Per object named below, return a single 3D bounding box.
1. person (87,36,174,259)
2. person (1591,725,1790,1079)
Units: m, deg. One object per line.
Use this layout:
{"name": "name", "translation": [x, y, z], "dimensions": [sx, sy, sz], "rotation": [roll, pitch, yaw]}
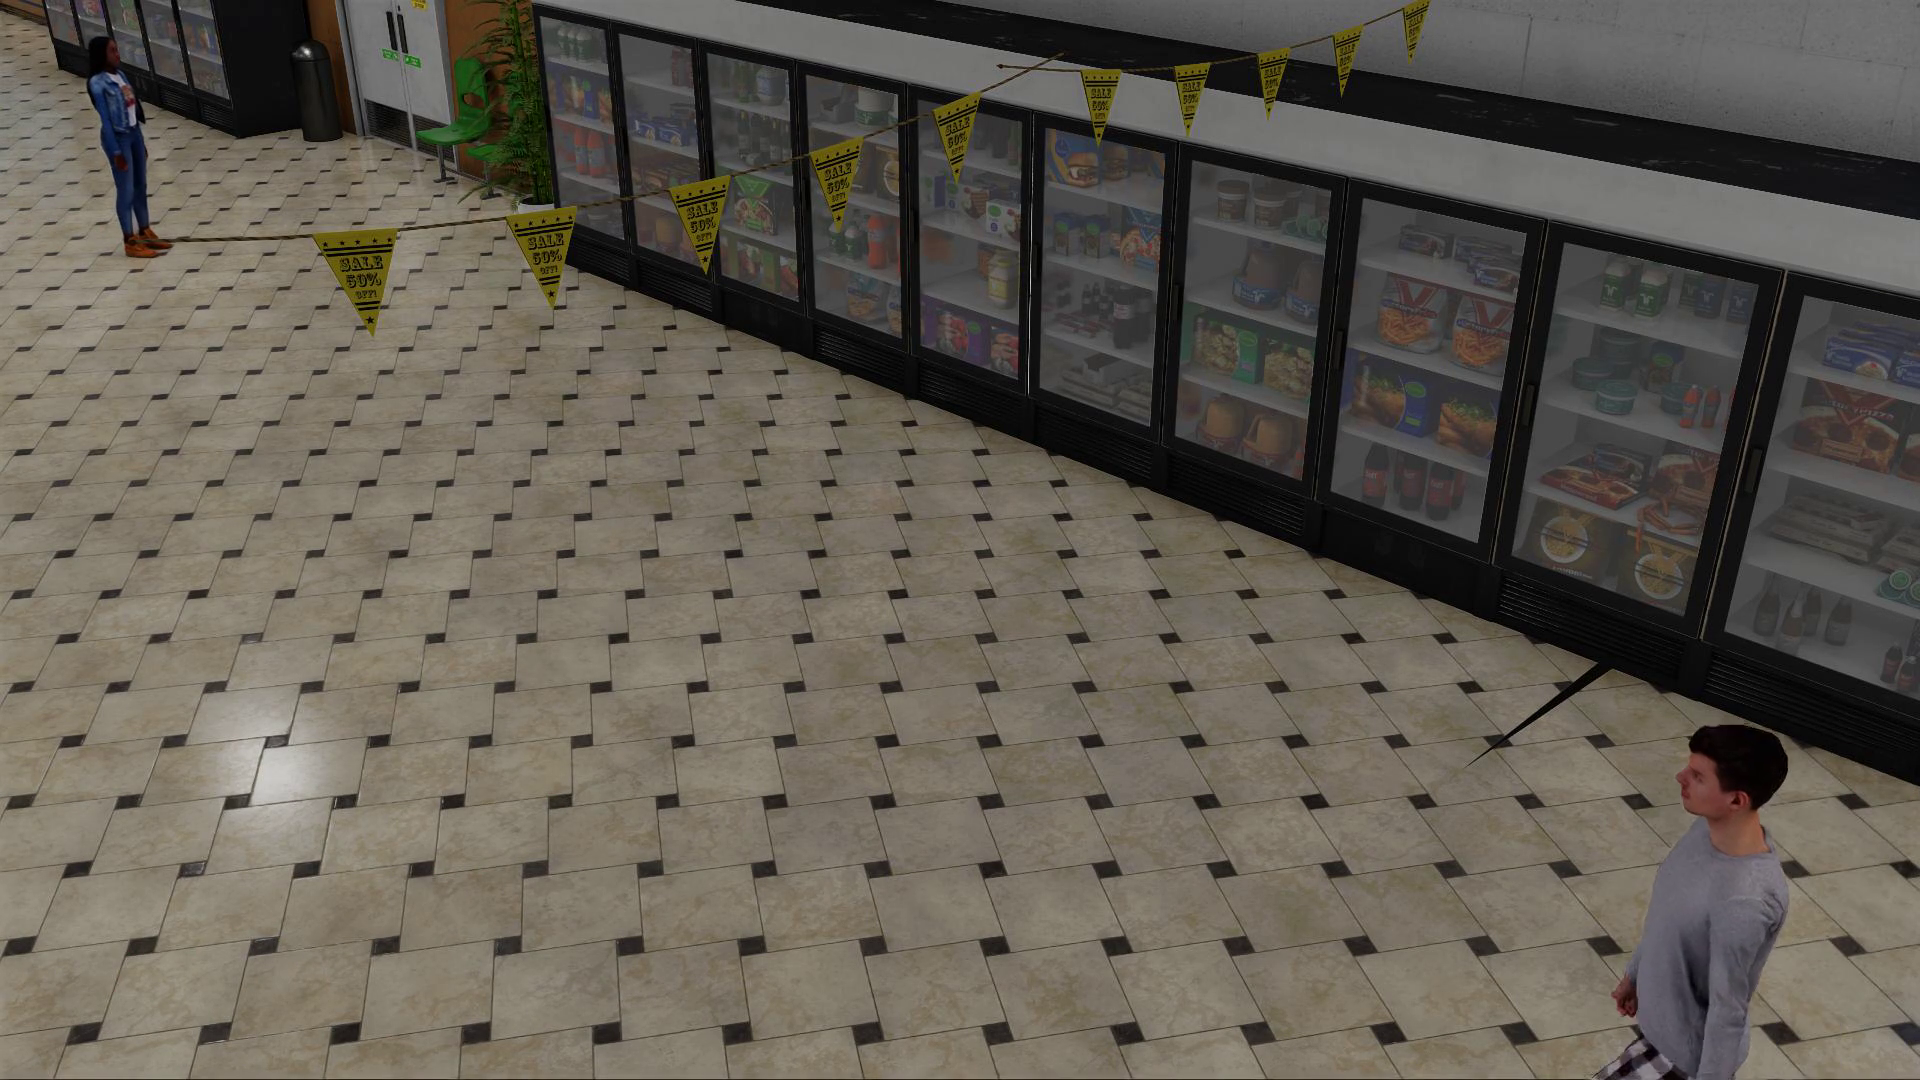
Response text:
{"name": "person", "translation": [-6.644, -3.115, 13.185], "dimensions": [0.732, 1.711, 0.662], "rotation": [1, 27, 2]}
{"name": "person", "translation": [1.983, 1.303, 4.337], "dimensions": [0.888, 1.835, 0.823], "rotation": [8, 28, 15]}
